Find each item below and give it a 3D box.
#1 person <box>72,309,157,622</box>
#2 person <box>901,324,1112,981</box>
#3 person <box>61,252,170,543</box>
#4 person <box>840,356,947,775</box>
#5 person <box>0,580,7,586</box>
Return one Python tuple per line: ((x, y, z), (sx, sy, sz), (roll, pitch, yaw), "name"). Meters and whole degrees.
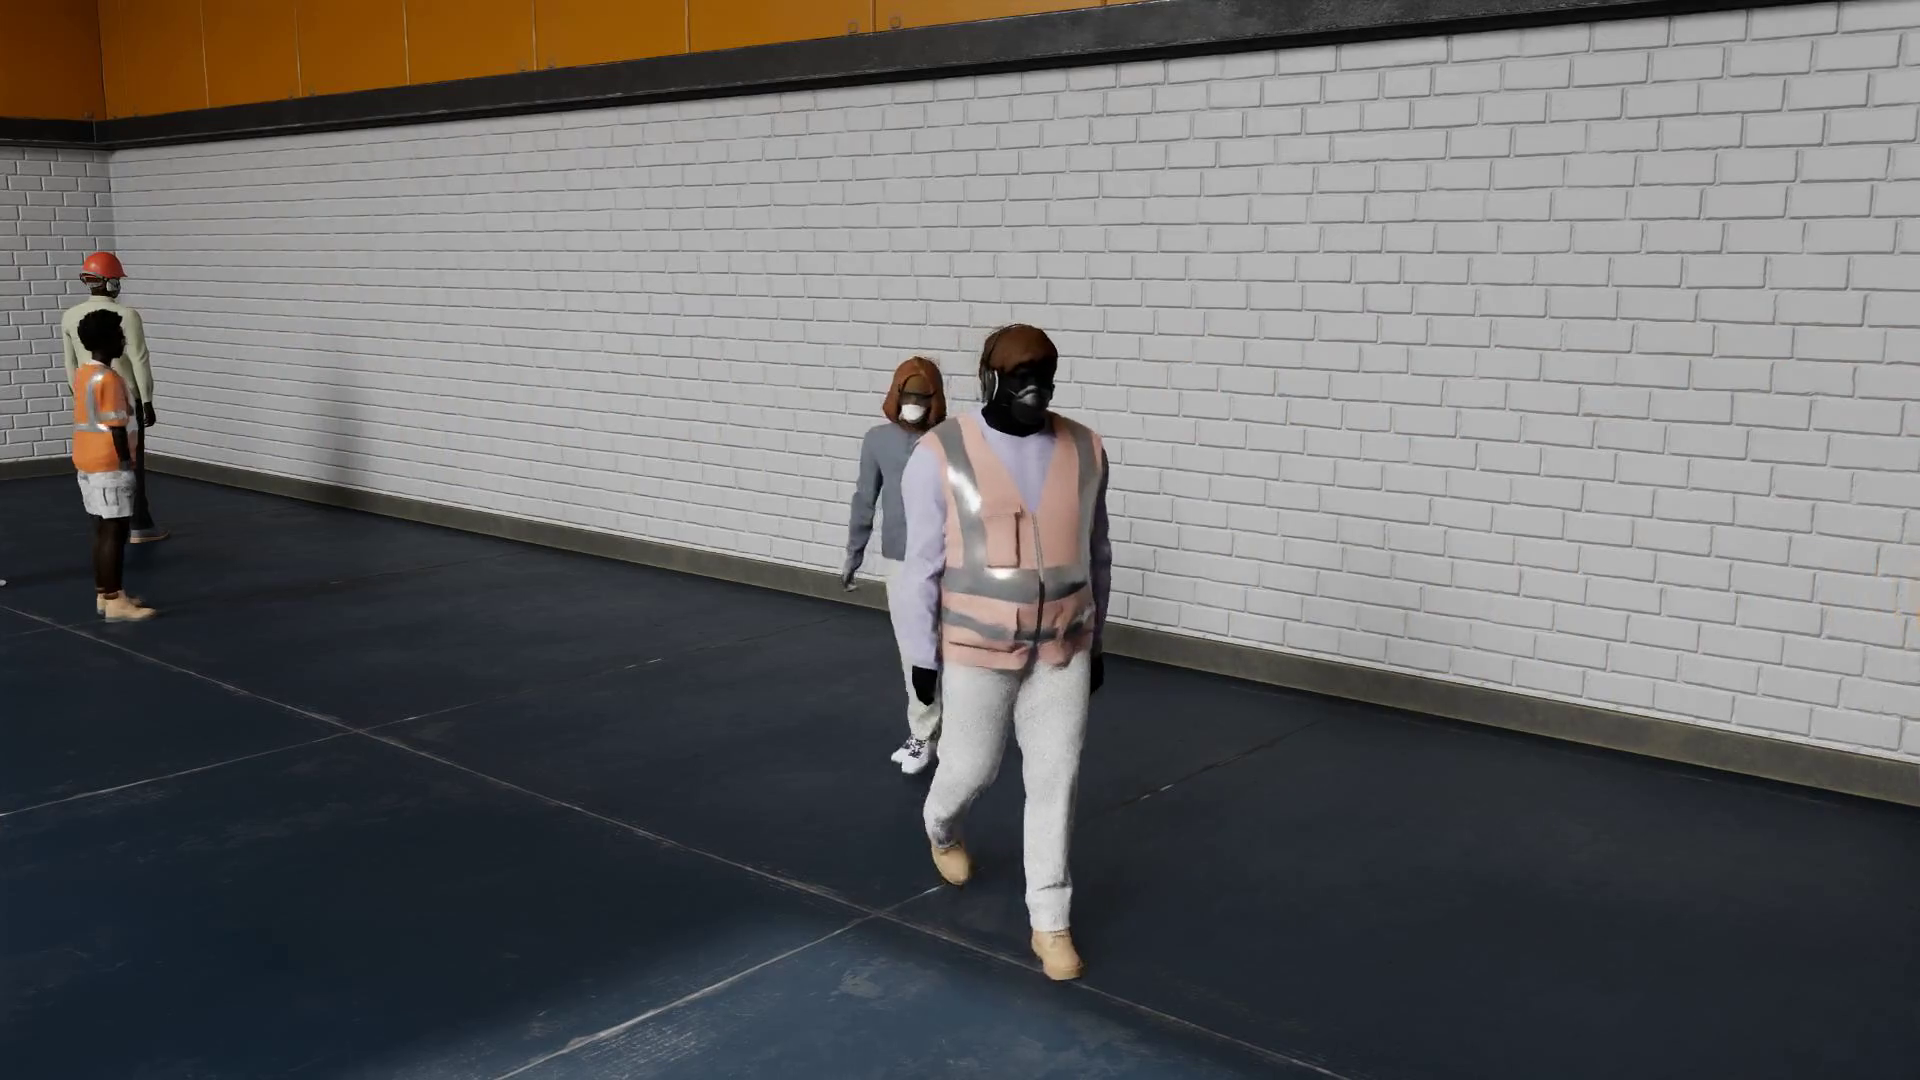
((-4.633, -0.403, 9.048), (0.319, 1.699, 0.566), (-9, 13, -42), "person")
((0.129, 0.282, 4.827), (0.628, 1.820, 0.796), (-3, 10, -17), "person")
((-5.810, -0.967, 11.415), (0.611, 1.995, 0.375), (2, 10, 9), "person")
((-0.192, 0.103, 6.401), (0.522, 1.614, 0.531), (7, 12, 34), "person")
((-5.870, -0.497, 9.752), (0.311, 1.638, 0.523), (1, 10, 4), "person")
